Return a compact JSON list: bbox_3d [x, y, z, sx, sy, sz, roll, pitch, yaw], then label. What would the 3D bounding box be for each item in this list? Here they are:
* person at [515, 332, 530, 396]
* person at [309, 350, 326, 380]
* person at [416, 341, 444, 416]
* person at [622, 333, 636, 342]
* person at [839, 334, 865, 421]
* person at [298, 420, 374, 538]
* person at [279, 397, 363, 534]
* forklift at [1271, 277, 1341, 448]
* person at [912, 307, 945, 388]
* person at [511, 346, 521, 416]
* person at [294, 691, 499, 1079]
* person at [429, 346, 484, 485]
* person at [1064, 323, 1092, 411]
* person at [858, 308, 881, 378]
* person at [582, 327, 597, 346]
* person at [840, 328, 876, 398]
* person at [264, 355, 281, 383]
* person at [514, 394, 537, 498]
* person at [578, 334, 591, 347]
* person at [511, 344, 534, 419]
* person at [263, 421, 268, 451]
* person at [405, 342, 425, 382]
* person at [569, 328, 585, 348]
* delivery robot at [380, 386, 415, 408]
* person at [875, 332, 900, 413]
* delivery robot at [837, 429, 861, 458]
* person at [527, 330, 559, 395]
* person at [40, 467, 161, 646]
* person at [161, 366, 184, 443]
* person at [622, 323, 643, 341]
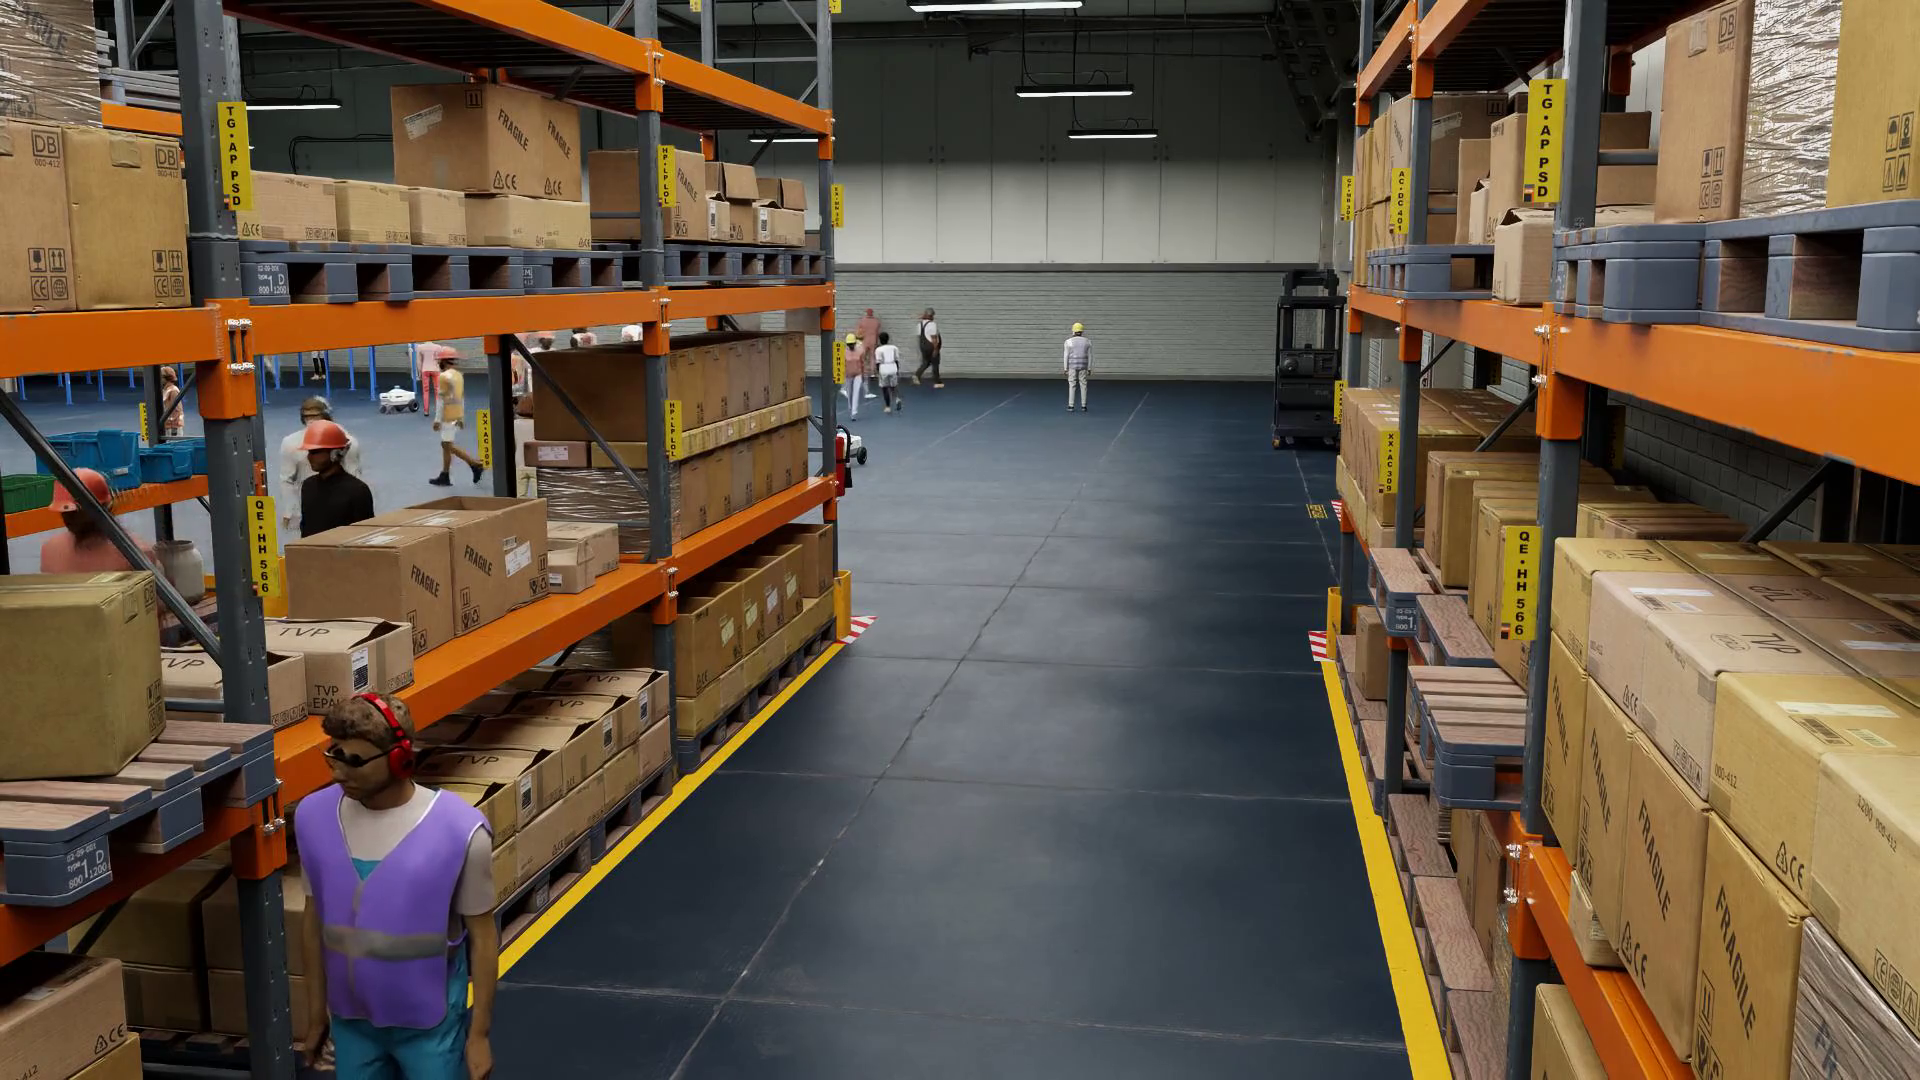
[{"bbox_3d":[-10.413,-4.335,39.029,0.645,1.891,0.443,-6,11,-34],"label":"person"},{"bbox_3d":[-17.252,-5.146,44.613,0.318,1.697,0.536,4,10,24],"label":"person"},{"bbox_3d":[-10.662,-3.383,33.517,0.522,1.772,0.303,-1,9,-7],"label":"person"},{"bbox_3d":[-5.717,-2.631,28.637,0.644,1.857,1.016,0,9,-3],"label":"person"},{"bbox_3d":[-2.125,-3.220,32.762,0.528,1.689,0.969,0,9,-1],"label":"person"},{"bbox_3d":[-3.936,0.238,10.490,0.612,1.996,0.389,5,11,30],"label":"person"},{"bbox_3d":[-5.211,-0.204,13.519,0.625,1.893,0.966,0,9,0],"label":"person"},{"bbox_3d":[5.847,-3.016,27.970,1.129,2.768,1.873,1,9,9],"label":"forklift"},{"bbox_3d":[-0.765,-4.810,41.615,0.754,2.000,0.698,-7,11,-36],"label":"person"},{"bbox_3d":[-8.983,-3.367,32.985,0.549,1.910,0.895,-3,10,-16],"label":"person"},{"bbox_3d":[-1.500,1.290,4.484,0.565,1.837,0.396,2,9,14],"label":"person"},{"bbox_3d":[-6.879,-1.686,22.633,0.799,1.913,0.549,1,9,5],"label":"person"},{"bbox_3d":[2.457,-3.612,34.737,0.600,1.830,0.404,-1,9,-6],"label":"person"},{"bbox_3d":[-2.478,-5.360,45.302,0.681,1.900,0.396,-3,10,-16],"label":"person"},{"bbox_3d":[-8.362,-4.061,37.574,0.587,1.818,0.945,0,9,2],"label":"person"},{"bbox_3d":[-2.369,-4.070,38.261,0.784,1.603,0.506,-3,10,-20],"label":"person"},{"bbox_3d":[-18.241,-5.045,43.373,0.976,1.909,0.633,1,9,9],"label":"person"},{"bbox_3d":[-4.509,-0.712,17.462,0.506,1.632,0.268,1,9,8],"label":"person"},{"bbox_3d":[-6.242,-2.504,27.797,0.853,1.867,0.674,6,11,33],"label":"person"},{"bbox_3d":[-8.411,-2.968,31.287,0.839,1.665,0.539,-6,11,-33],"label":"person"},{"bbox_3d":[-8.559,-1.213,19.881,0.418,1.854,0.562,7,12,37],"label":"person"},{"bbox_3d":[-14.536,-5.049,44.280,0.512,1.612,0.789,-9,13,-43],"label":"person"},{"bbox_3d":[-8.200,-3.794,35.855,0.540,1.831,0.648,3,10,16],"label":"person"},{"bbox_3d":[-11.631,-2.944,34.384,0.477,0.478,0.707,5,10,27],"label":"delivery robot"},{"bbox_3d":[-1.480,-3.426,34.032,0.551,1.678,0.404,-5,10,-27],"label":"person"},{"bbox_3d":[-1.765,-1.435,25.081,0.477,0.478,0.707,3,10,19],"label":"delivery robot"},{"bbox_3d":[-6.847,-2.524,27.455,0.620,2.020,0.748,-5,11,-30],"label":"person"},{"bbox_3d":[-4.316,0.583,8.472,0.628,1.966,0.760,2,9,14],"label":"person"},{"bbox_3d":[-10.622,-1.519,22.422,0.309,1.640,0.513,-7,12,-37],"label":"person"},{"bbox_3d":[-7.901,-4.556,40.397,0.580,1.883,0.343,-1,9,-4],"label":"person"}]
